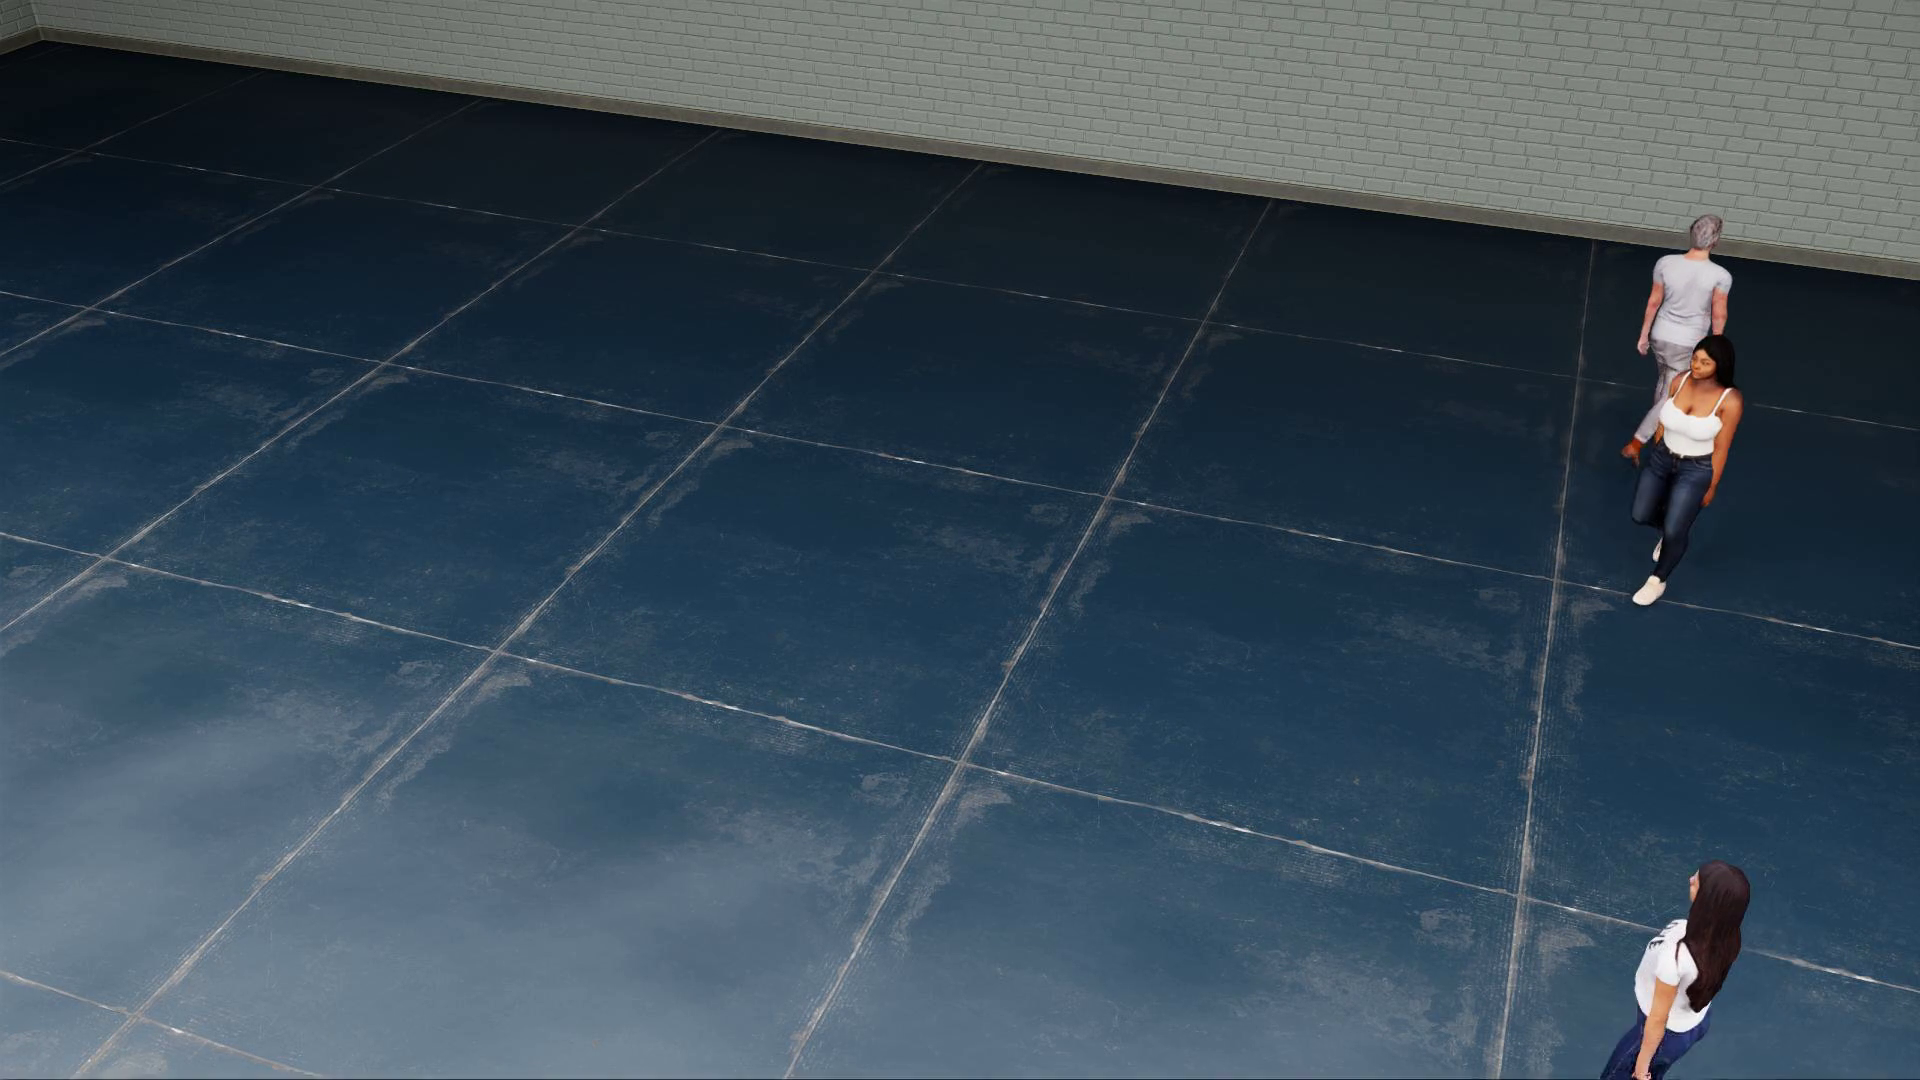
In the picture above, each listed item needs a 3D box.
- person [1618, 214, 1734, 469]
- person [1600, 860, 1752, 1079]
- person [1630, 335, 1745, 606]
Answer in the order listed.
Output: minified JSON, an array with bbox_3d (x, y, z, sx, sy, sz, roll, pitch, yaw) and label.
[{"bbox_3d":[4.951,-1.335,11.539,1.294,1.795,1.083,-24,40,-32],"label":"person"},{"bbox_3d":[2.827,1.966,6.491,0.872,1.764,0.896,-21,38,-29],"label":"person"},{"bbox_3d":[4.476,-0.449,10.178,0.996,1.794,0.892,-22,39,-30],"label":"person"}]
